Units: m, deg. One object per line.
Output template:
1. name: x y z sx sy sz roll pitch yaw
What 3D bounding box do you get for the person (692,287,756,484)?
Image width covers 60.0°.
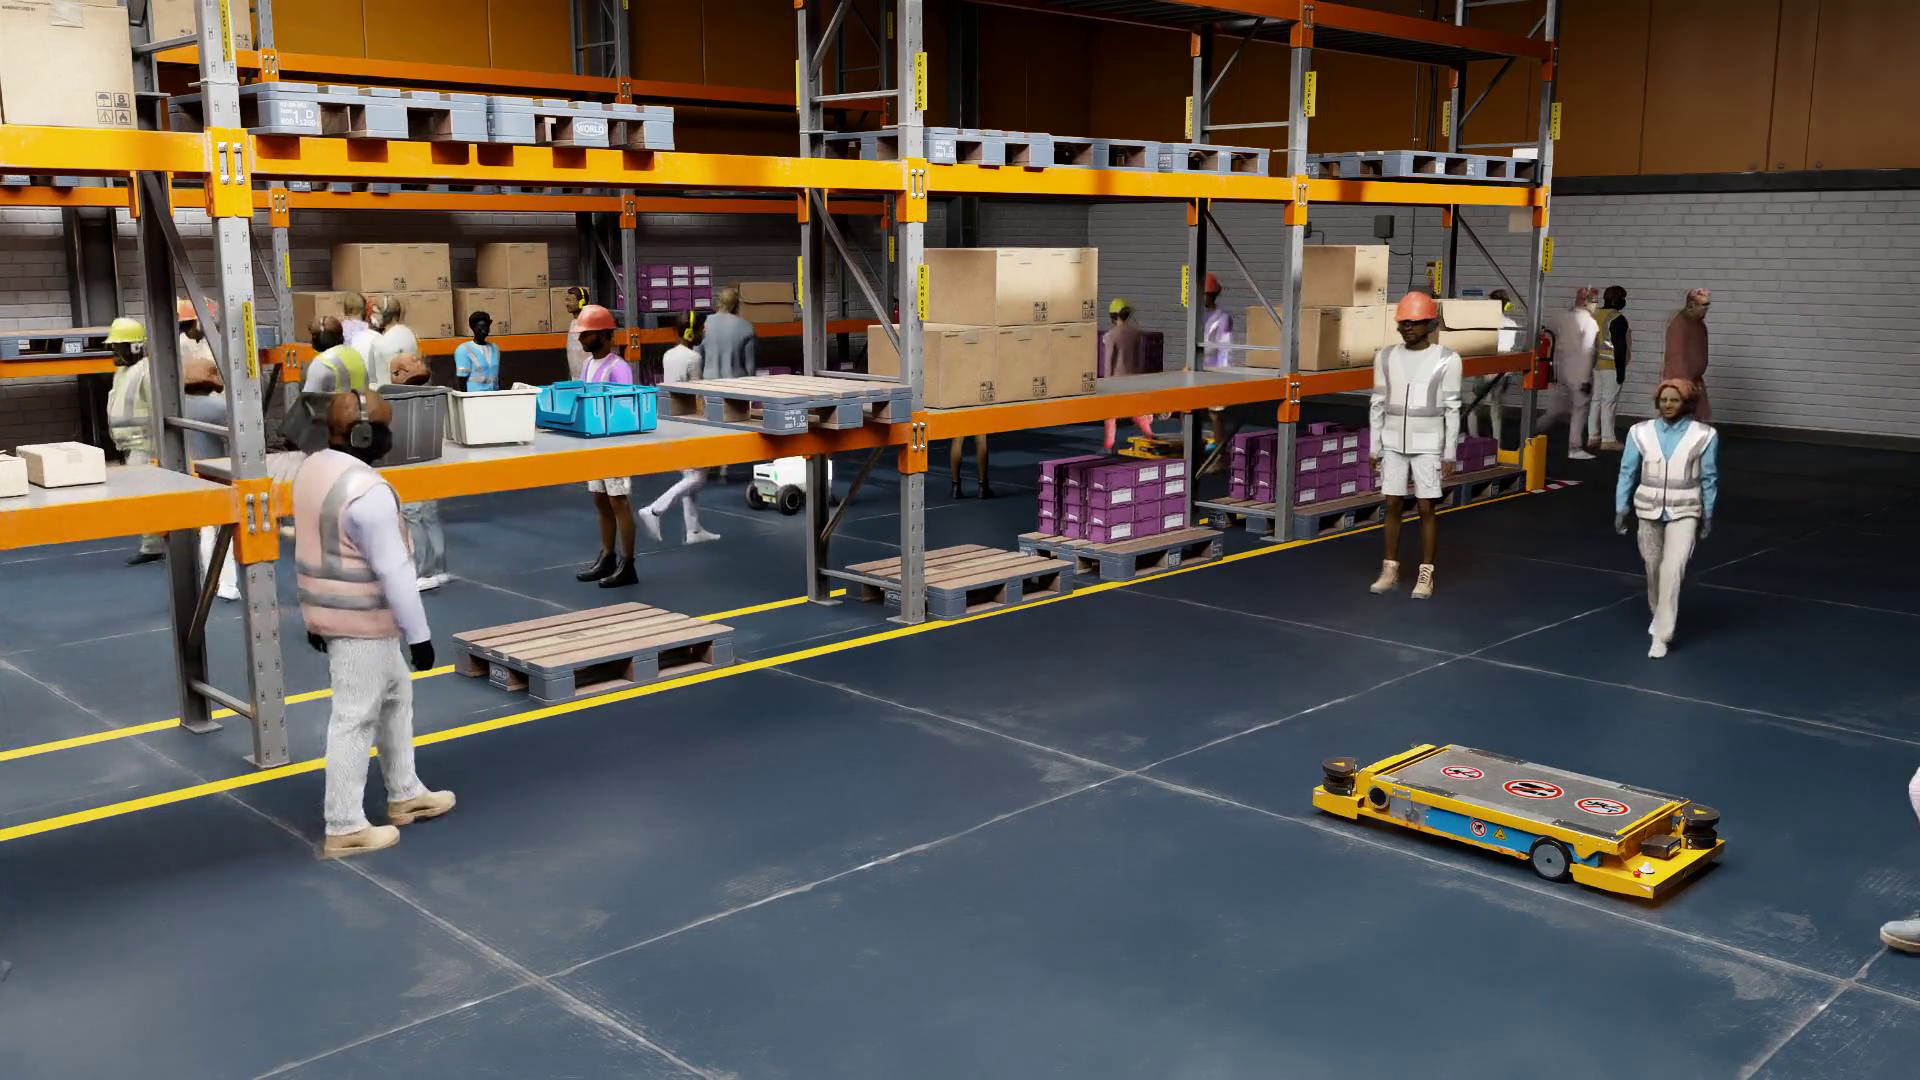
1. person: -2.296 -1.493 16.155 0.649 1.910 0.441 -1 10 -6

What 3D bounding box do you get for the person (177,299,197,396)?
1. person: -6.451 -1.061 13.816 0.441 1.900 0.693 -1 10 -6

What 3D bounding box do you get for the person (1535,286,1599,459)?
1. person: 6.505 -1.774 17.787 0.717 1.876 0.648 -2 11 -13

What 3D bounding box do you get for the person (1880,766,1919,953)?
1. person: 3.308 0.499 5.199 0.442 1.959 0.691 -2 11 -11

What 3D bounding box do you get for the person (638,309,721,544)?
1. person: -2.168 -0.851 12.824 0.651 1.845 0.528 -8 13 -37

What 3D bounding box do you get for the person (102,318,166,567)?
1. person: -5.939 -0.694 12.048 0.410 1.821 0.606 -9 14 -42

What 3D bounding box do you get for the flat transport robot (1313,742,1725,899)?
1. flat transport robot: 2.201 1.069 6.644 0.652 0.197 1.431 -10 14 -44

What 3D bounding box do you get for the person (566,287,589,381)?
1. person: -3.974 -1.700 17.367 0.328 1.877 0.513 -7 13 -35

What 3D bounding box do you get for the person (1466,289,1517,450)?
1. person: 5.565 -1.716 17.542 0.548 1.838 0.647 -4 11 -21

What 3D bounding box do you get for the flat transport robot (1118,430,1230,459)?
1. flat transport robot: 2.469 -1.040 18.144 1.431 0.197 0.652 -8 13 -37

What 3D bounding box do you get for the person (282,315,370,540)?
1. person: -4.874 -0.805 12.697 0.944 1.790 0.620 0 10 2

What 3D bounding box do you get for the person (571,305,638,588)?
1. person: -2.449 -0.638 11.406 0.379 1.937 0.548 -8 13 -39

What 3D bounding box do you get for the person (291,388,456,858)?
1. person: -2.230 0.314 6.534 0.745 1.817 0.666 -9 13 -39

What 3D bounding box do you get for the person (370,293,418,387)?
1. person: -4.718 -1.092 13.908 0.416 1.923 0.642 0 10 -2

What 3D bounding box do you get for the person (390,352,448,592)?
1. person: -3.645 -0.454 11.278 0.461 1.617 0.686 3 11 15

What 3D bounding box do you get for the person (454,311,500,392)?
1. person: -4.543 -1.320 15.783 0.321 1.696 0.530 6 12 30

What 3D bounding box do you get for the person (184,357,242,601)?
1. person: -4.991 -0.392 10.991 0.535 1.622 0.430 3 11 14

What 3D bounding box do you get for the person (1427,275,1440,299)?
1. person: 5.900 -2.315 20.574 0.562 1.927 0.422 -3 11 -18

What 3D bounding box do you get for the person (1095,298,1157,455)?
1. person: 1.806 -1.749 18.029 0.525 1.735 0.749 -8 13 -36

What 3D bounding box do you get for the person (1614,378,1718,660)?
1. person: 4.144 -0.164 9.754 0.531 1.599 0.855 7 13 34

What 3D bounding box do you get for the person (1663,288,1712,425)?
1. person: 7.402 -1.617 16.950 0.648 1.876 0.590 -9 14 -40

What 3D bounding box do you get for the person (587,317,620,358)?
1. person: -3.428 -1.413 16.494 0.749 1.608 0.531 5 11 24

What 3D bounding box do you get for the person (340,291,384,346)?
1. person: -5.604 -1.343 15.377 0.637 1.900 0.991 6 12 29

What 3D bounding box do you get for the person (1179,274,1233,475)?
1. person: 2.415 -1.639 16.651 0.691 2.022 0.609 -6 12 -31

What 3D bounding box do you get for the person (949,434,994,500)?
1. person: 0.083 -1.327 15.160 0.544 1.939 0.355 1 10 7

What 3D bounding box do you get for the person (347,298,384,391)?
1. person: -5.022 -1.156 14.398 0.591 1.870 0.409 8 13 37

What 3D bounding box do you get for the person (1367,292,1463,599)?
1. person: 3.000 -0.615 11.041 0.630 2.036 0.419 7 13 34

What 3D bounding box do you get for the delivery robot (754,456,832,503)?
1. delivery robot: -1.460 -0.576 14.586 0.477 0.478 0.707 10 14 42

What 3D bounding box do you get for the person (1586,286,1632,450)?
1. person: 7.338 -1.942 18.778 0.429 1.843 0.630 -2 11 -9

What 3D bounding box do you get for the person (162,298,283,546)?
1. person: -5.845 -0.917 12.954 1.041 1.928 0.633 -6 12 -30
